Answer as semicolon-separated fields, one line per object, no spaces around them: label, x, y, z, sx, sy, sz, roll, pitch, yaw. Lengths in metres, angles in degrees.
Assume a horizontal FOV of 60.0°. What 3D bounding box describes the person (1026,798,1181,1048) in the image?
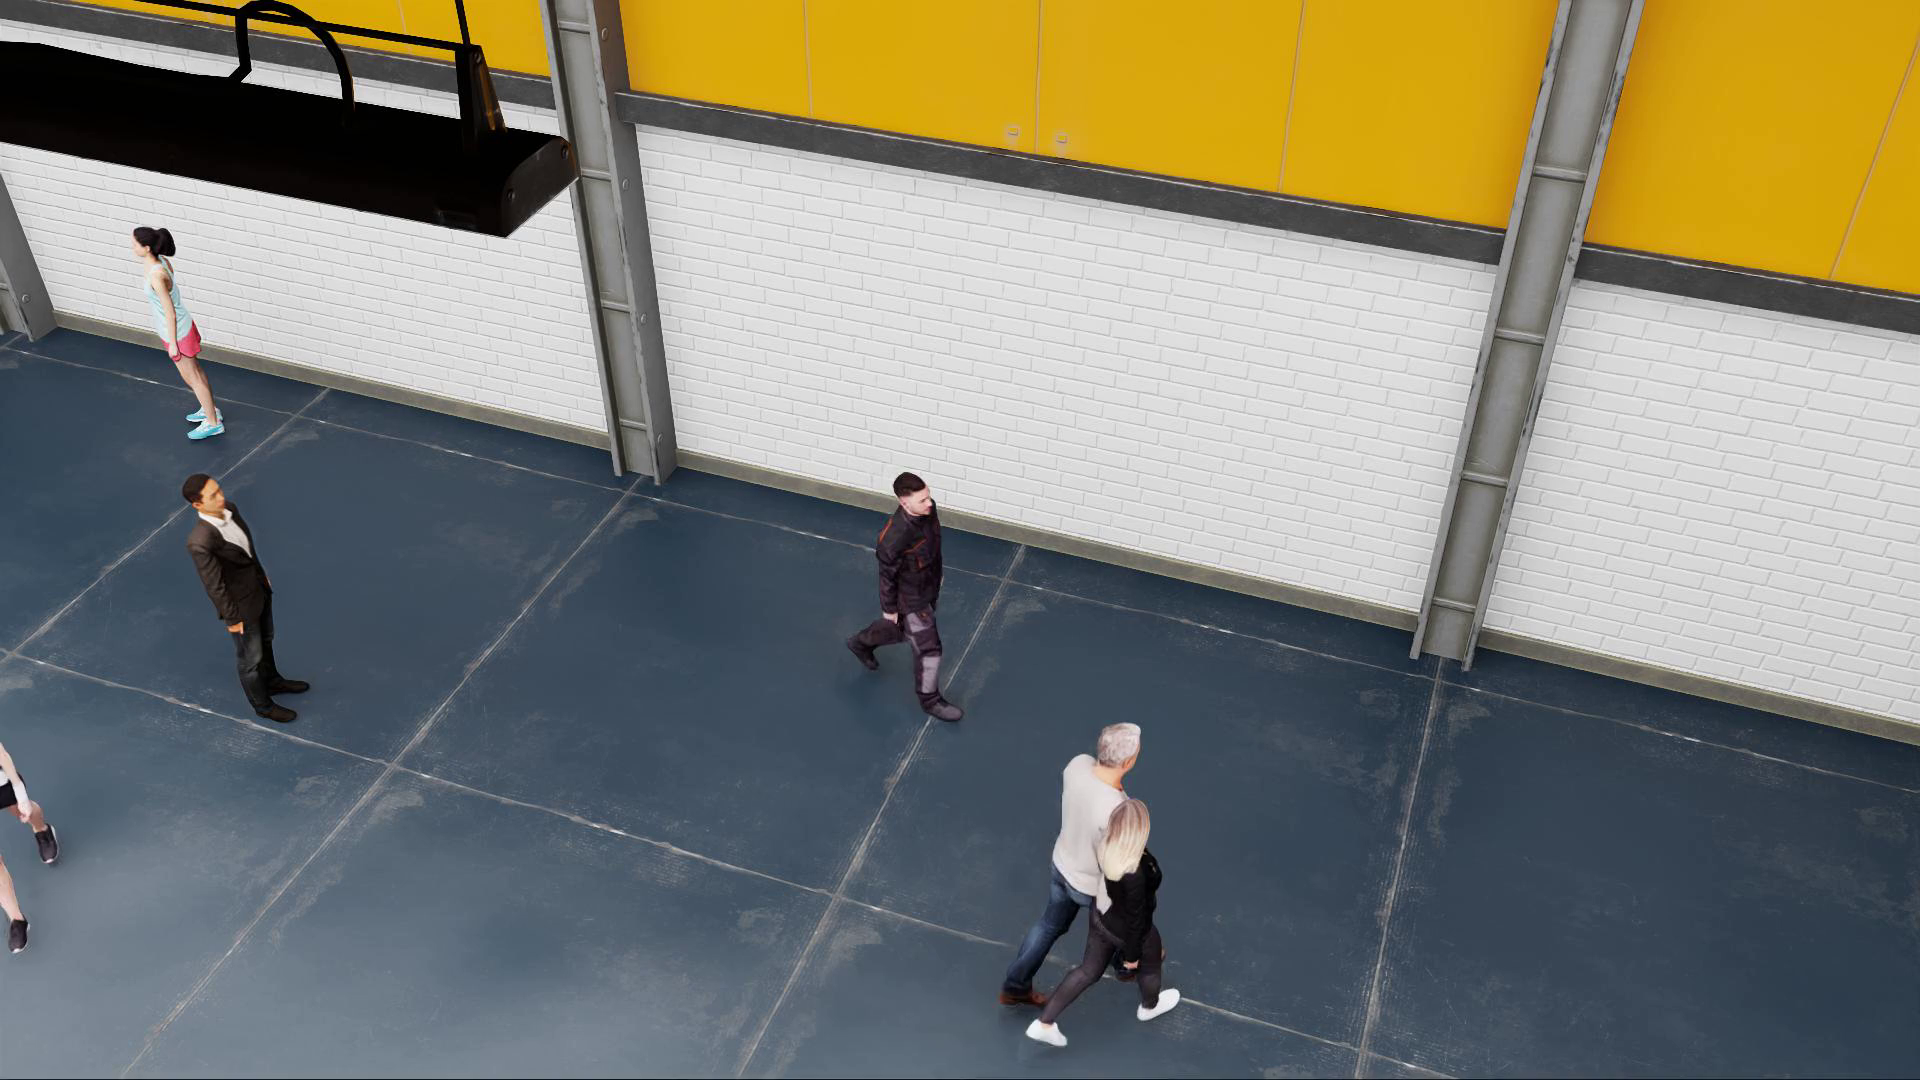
person;0.707;1.958;8.301;1.155;1.644;1.109;-16;41;-19

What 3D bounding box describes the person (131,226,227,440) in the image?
person;-5.958;-1.582;12.637;0.752;1.765;0.702;-13;40;-16

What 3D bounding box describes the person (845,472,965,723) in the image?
person;-0.358;0.279;10.255;1.140;1.831;0.758;16;41;19

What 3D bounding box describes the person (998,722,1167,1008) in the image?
person;0.569;1.728;8.424;1.306;1.851;1.274;-16;41;-19

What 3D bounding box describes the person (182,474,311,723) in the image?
person;-4.418;0.339;10.200;0.673;1.805;0.737;0;39;0

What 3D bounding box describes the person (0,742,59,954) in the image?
person;-5.288;1.311;9.065;1.114;1.702;1.158;-15;41;-18
